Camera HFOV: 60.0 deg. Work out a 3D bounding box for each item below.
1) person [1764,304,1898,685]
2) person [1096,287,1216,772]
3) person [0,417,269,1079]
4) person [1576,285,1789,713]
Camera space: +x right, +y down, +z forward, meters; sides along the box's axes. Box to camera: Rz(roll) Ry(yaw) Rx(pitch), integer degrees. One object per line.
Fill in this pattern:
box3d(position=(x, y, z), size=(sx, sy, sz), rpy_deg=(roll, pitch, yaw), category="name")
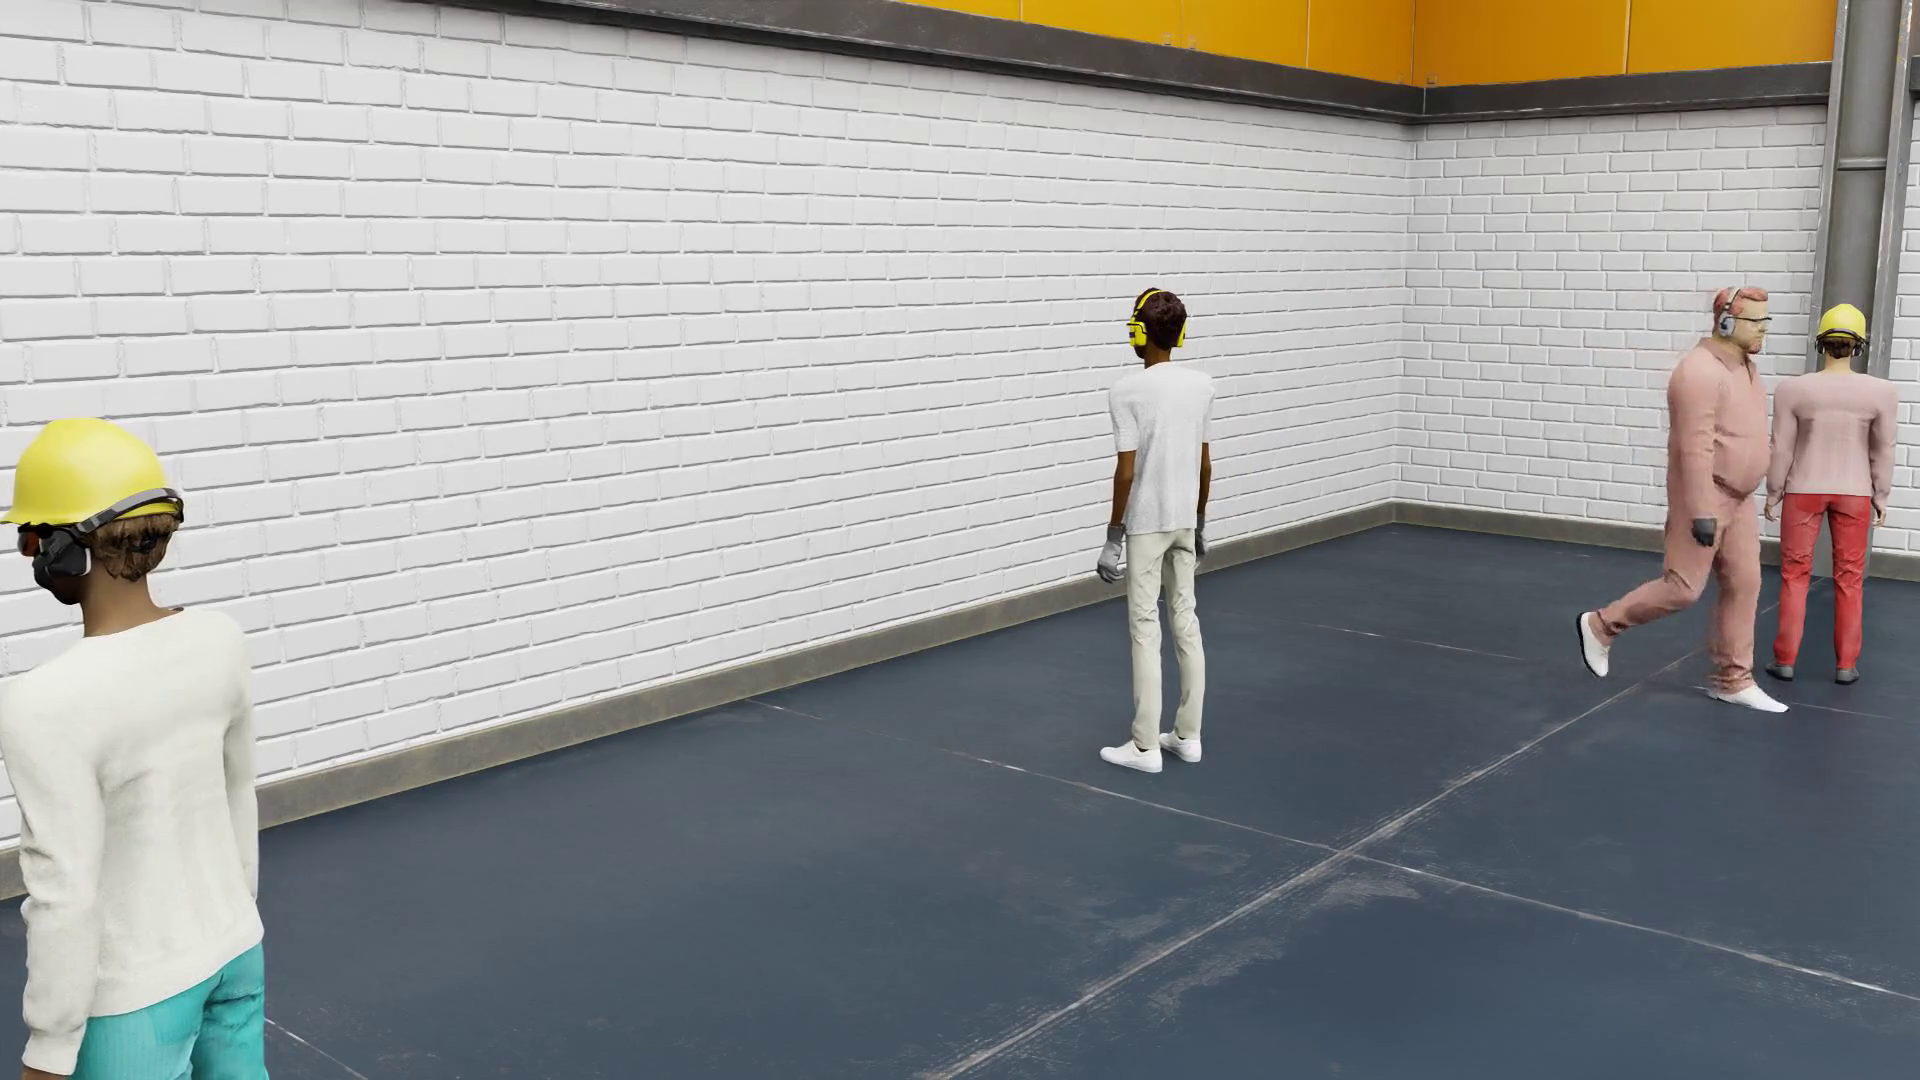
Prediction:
box3d(position=(4.029, -0.206, 7.736), size=(0.533, 1.768, 0.311), rpy_deg=(4, 11, 20), category="person")
box3d(position=(0.756, -0.033, 6.454), size=(0.520, 1.874, 0.332), rpy_deg=(-6, 12, -32), category="person")
box3d(position=(-1.304, 0.688, 2.648), size=(0.328, 1.767, 0.532), rpy_deg=(2, 10, 10), category="person")
box3d(position=(3.255, -0.193, 7.387), size=(0.629, 1.877, 0.823), rpy_deg=(-8, 13, -40), category="person")
